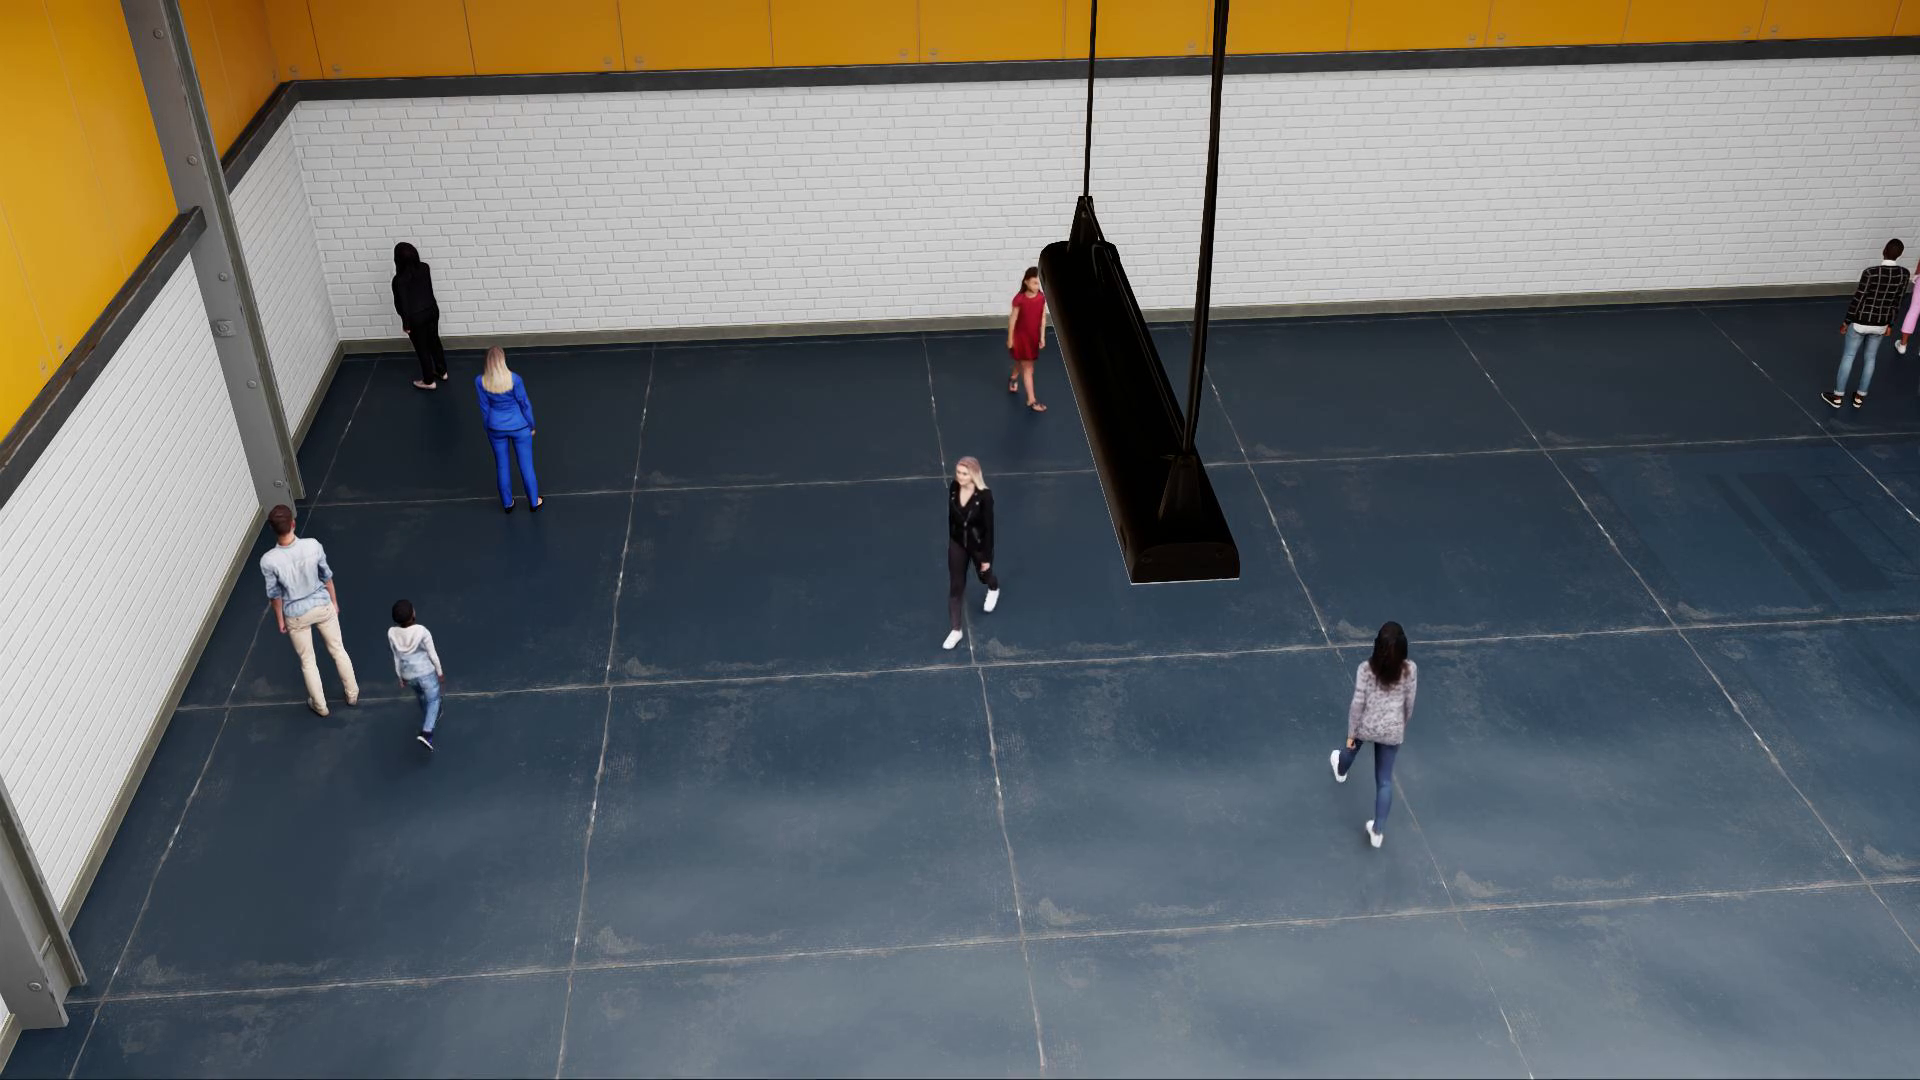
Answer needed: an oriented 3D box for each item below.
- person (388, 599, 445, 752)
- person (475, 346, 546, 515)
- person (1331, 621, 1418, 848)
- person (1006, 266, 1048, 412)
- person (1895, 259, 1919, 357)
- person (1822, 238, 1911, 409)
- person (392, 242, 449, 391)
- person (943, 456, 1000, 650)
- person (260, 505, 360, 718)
[{"bbox_3d":[-4.111,1.022,12.587,0.553,1.244,0.829,1,34,2],"label":"person"},{"bbox_3d":[-4.133,-1.009,15.230,0.627,1.700,0.557,-1,34,-1],"label":"person"},{"bbox_3d":[2.937,1.388,11.643,0.716,1.680,1.164,0,34,0],"label":"person"},{"bbox_3d":[0.647,-2.127,17.079,0.788,1.516,1.053,-12,36,-18],"label":"person"},{"bbox_3d":[10.509,-2.815,17.909,0.656,1.744,0.665,14,36,20],"label":"person"},{"bbox_3d":[9.251,-2.205,16.921,0.700,1.820,0.587,2,34,2],"label":"person"},{"bbox_3d":[-5.620,-2.346,17.318,0.807,1.617,0.711,13,36,19],"label":"person"},{"bbox_3d":[0.146,0.028,13.716,0.990,1.650,1.207,15,36,21],"label":"person"},{"bbox_3d":[-5.004,0.543,12.764,0.732,1.846,0.720,-19,38,-26],"label":"person"}]
